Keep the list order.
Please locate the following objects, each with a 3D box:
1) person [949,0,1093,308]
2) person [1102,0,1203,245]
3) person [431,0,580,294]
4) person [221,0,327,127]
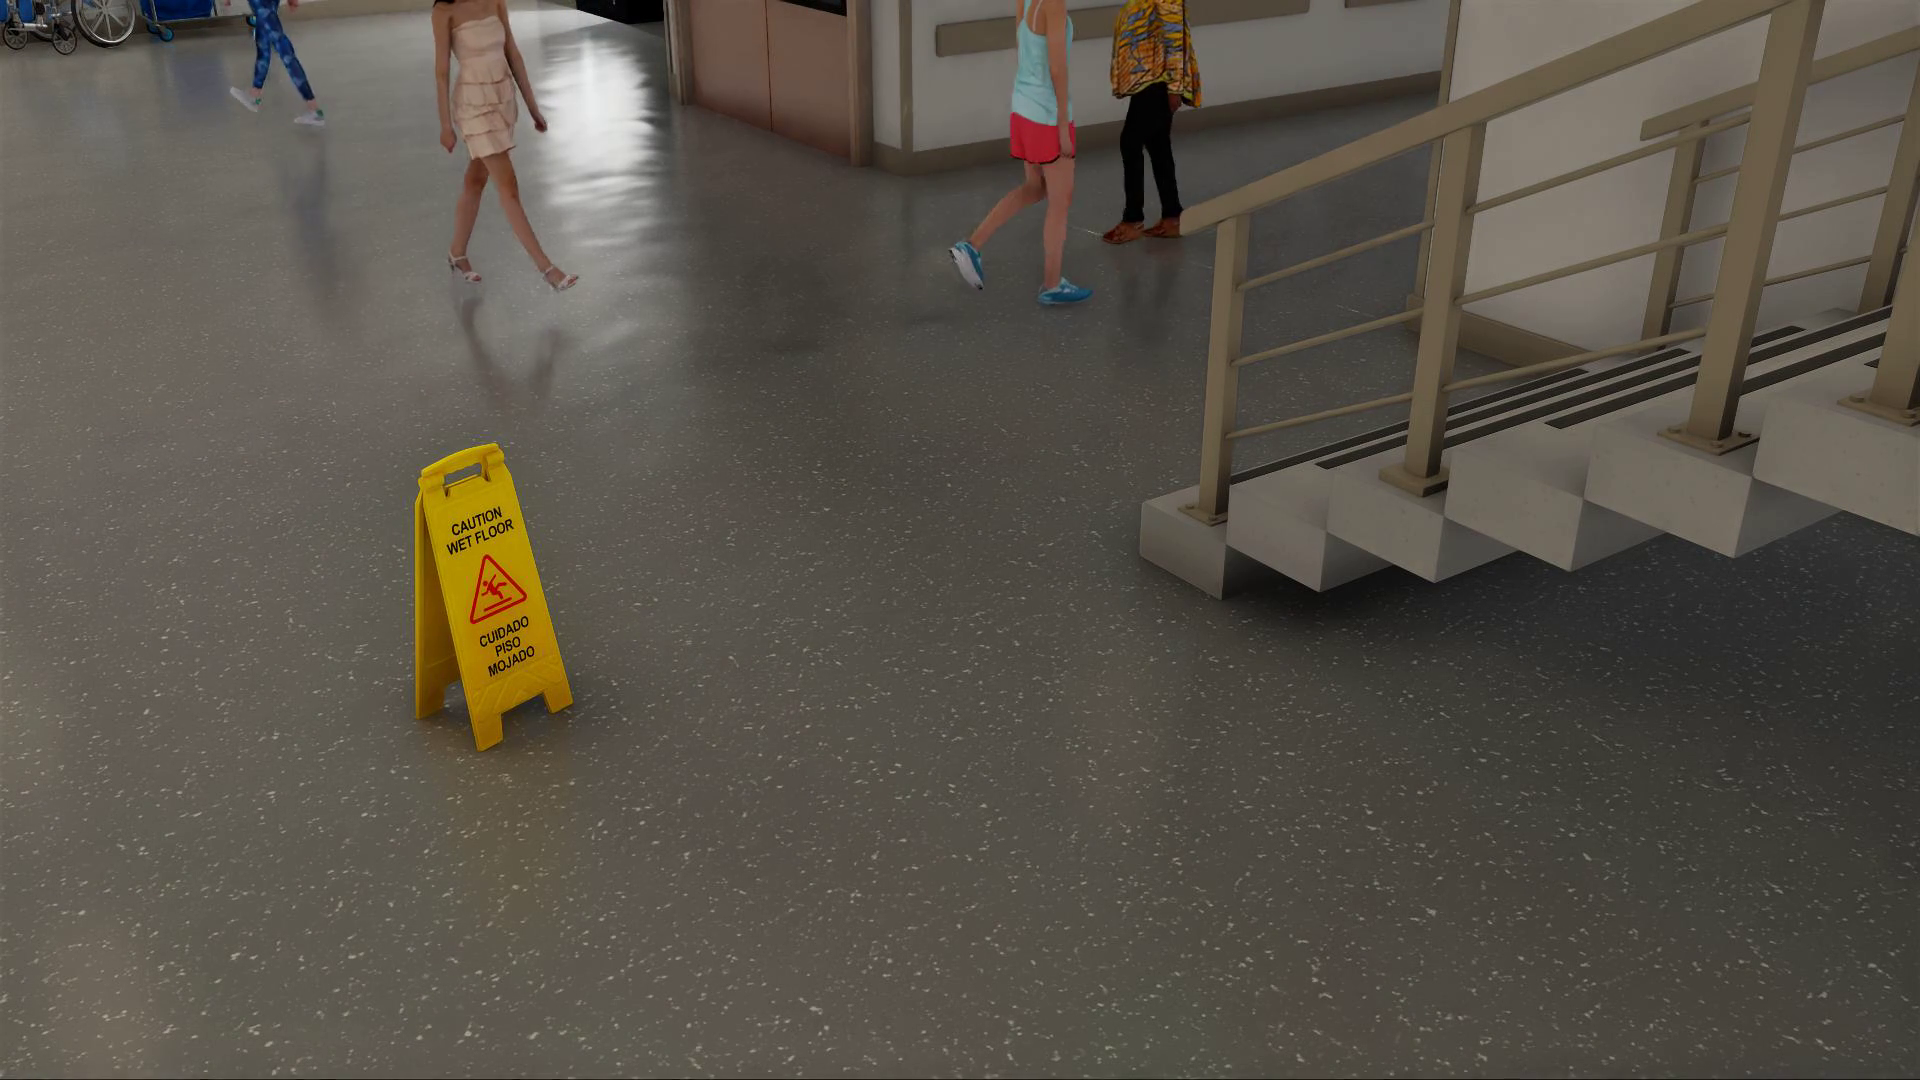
[{"bbox_3d":[0.301,-1.893,7.590,0.770,1.750,0.934,-10,28,-20],"label":"person"},{"bbox_3d":[1.095,-2.366,8.704,0.933,1.634,0.870,-3,26,-6],"label":"person"},{"bbox_3d":[-2.302,-1.972,7.833,1.142,1.681,0.892,13,29,25],"label":"person"},{"bbox_3d":[-4.633,-3.631,11.227,1.269,1.722,0.938,14,29,26],"label":"person"}]
